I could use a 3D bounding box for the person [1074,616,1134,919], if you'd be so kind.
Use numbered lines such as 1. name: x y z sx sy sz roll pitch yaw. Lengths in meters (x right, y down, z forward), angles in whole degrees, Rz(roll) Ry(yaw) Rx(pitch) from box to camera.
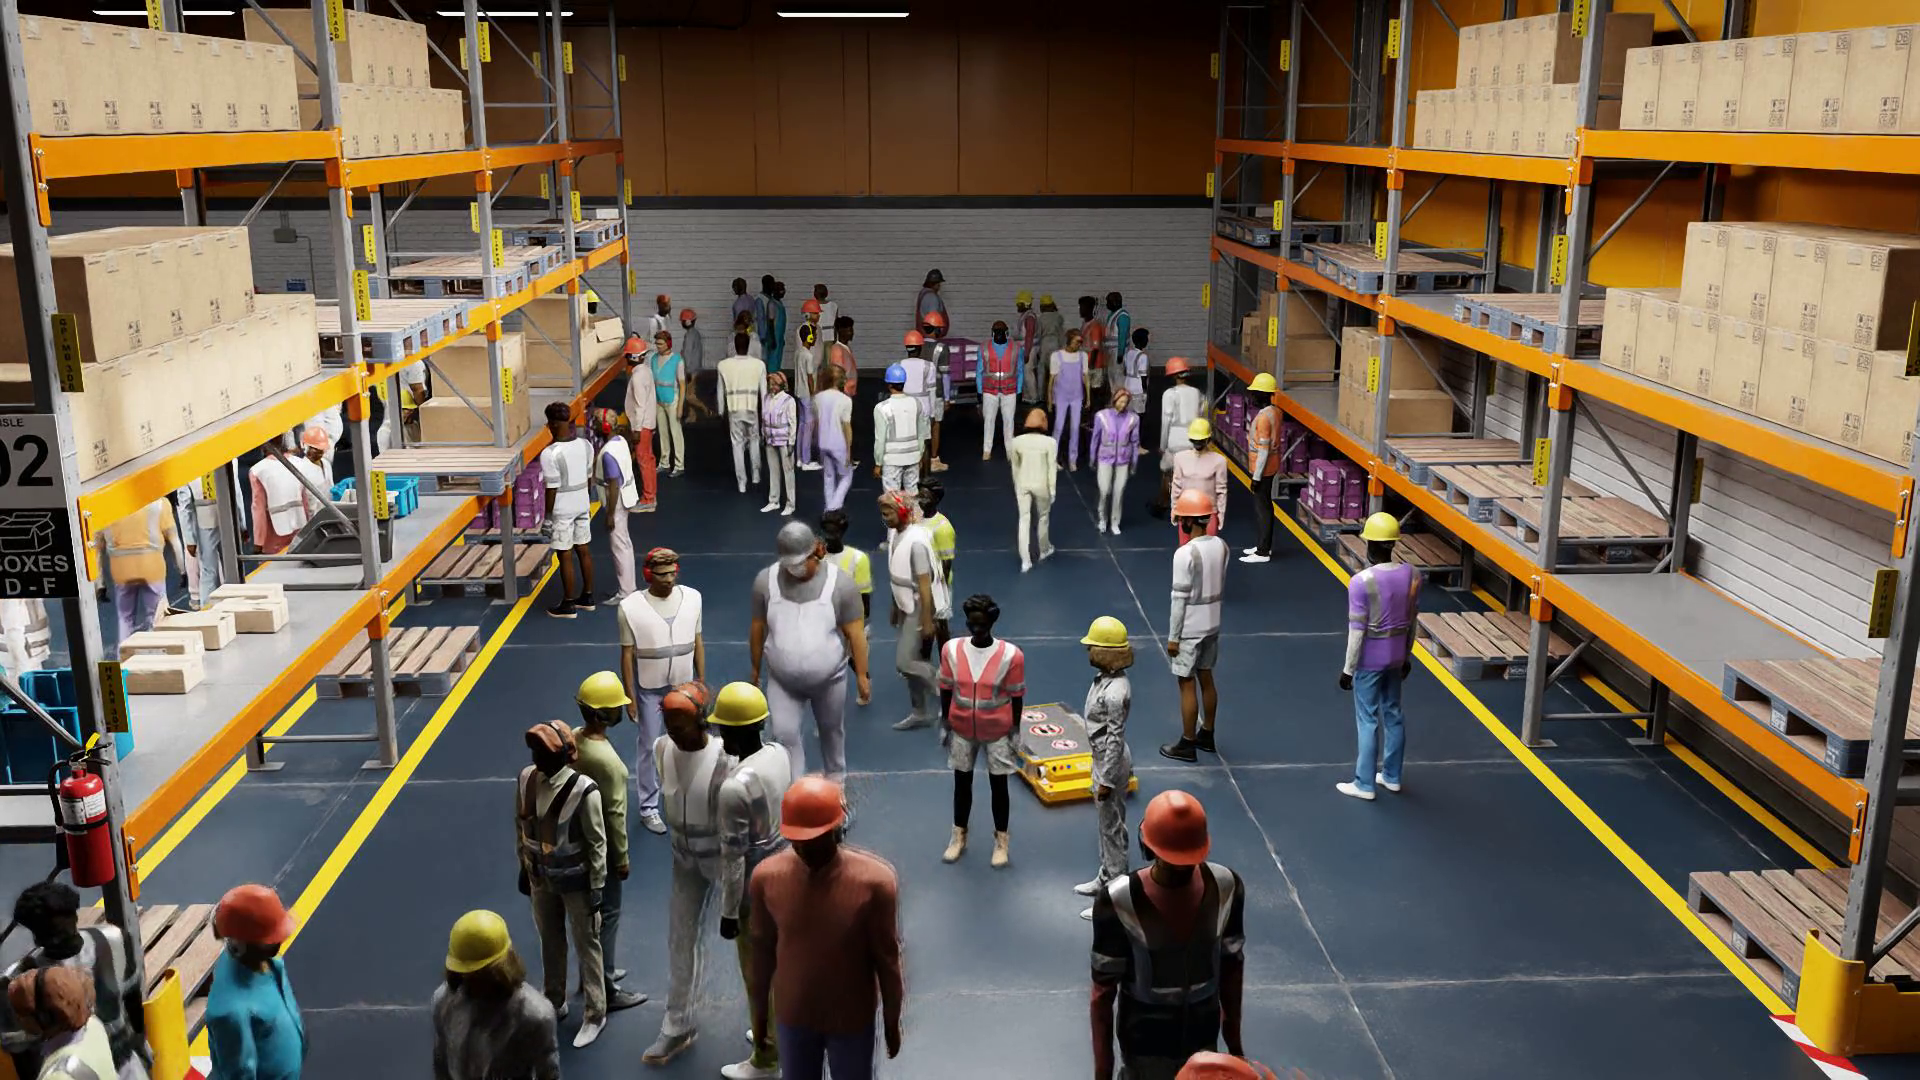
1. person: 0.814 1.267 9.338 0.294 1.744 0.486 0 14 -1

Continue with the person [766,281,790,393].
1. person: -2.959 -3.268 26.937 0.336 1.844 0.508 3 15 11

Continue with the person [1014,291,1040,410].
1. person: 1.029 -2.938 25.693 0.405 1.823 0.624 -1 14 -2

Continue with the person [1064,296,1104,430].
1. person: 1.778 -2.525 23.820 0.739 1.938 0.649 -4 15 -14

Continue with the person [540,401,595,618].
1. person: -3.532 -0.275 14.949 0.367 1.965 0.604 7 16 27

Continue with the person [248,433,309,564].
1. person: -5.801 -0.066 14.267 0.398 1.909 0.600 6 15 21

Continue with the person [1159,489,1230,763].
1. person: 1.625 0.592 11.627 0.382 1.929 0.538 13 19 42

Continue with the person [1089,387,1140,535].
1. person: 1.668 -0.842 17.851 0.530 1.618 0.366 -1 14 -5

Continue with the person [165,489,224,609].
1. person: -6.947 -0.353 15.215 0.609 1.986 0.391 -5 15 -21

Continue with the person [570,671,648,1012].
1. person: -1.786 1.506 8.374 0.338 1.759 0.524 -9 17 -32

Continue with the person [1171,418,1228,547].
1. person: 2.186 -0.253 15.282 0.530 1.760 0.341 6 16 24

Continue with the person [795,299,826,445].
1. person: -2.040 -2.320 22.915 0.378 1.995 0.609 6 15 21

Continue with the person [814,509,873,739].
1. person: -0.876 0.560 12.258 0.543 1.675 0.756 4 15 15

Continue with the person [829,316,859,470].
1. person: -1.484 -1.892 21.293 0.361 1.964 0.614 1 14 3

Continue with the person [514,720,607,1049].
1. person: -1.928 1.648 8.048 0.524 1.639 0.306 7 16 27

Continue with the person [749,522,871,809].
1. person: -0.966 0.813 10.527 0.796 2.000 0.851 1 14 2

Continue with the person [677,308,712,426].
1. person: -3.877 -2.486 24.074 0.429 1.736 0.591 -1 14 -3

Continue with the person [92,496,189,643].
1. person: -6.392 0.257 12.985 0.644 1.911 0.403 -5 15 -18

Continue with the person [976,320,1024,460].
1. person: 0.520 -1.955 21.790 0.634 1.842 0.429 0 14 1

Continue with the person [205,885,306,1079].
1. person: -2.573 2.069 6.212 0.346 1.733 0.593 -3 15 -10

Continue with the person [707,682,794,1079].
1. person: -0.967 1.583 7.760 0.399 1.918 0.584 4 15 16

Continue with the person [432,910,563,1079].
1. person: -1.665 2.119 5.994 0.496 1.741 0.324 5 15 17

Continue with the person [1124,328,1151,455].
1. person: 2.370 -1.986 22.217 0.317 1.691 0.535 -5 15 -19

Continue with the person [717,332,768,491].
1. person: -2.649 -1.577 20.227 0.607 1.880 0.864 -3 15 -11

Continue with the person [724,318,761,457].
1. person: -2.906 -2.072 22.341 0.543 1.820 0.978 5 15 19

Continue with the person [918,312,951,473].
1. person: -0.356 -1.876 21.110 0.601 2.036 0.404 9 17 33

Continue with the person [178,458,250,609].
1. person: -6.437 -0.094 14.358 0.401 1.909 0.599 8 16 28

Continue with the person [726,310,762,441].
1. person: -2.977 -2.265 23.019 0.504 1.839 0.348 -9 17 -32

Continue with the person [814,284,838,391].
1. person: -2.184 -3.145 26.452 0.565 1.846 0.390 -11 18 -37

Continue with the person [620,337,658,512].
1. person: -3.647 -1.316 18.976 0.382 1.993 0.622 -1 14 -2

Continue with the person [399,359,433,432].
1. person: -6.586 -1.641 20.160 0.535 2.000 0.684 -12 18 -38
